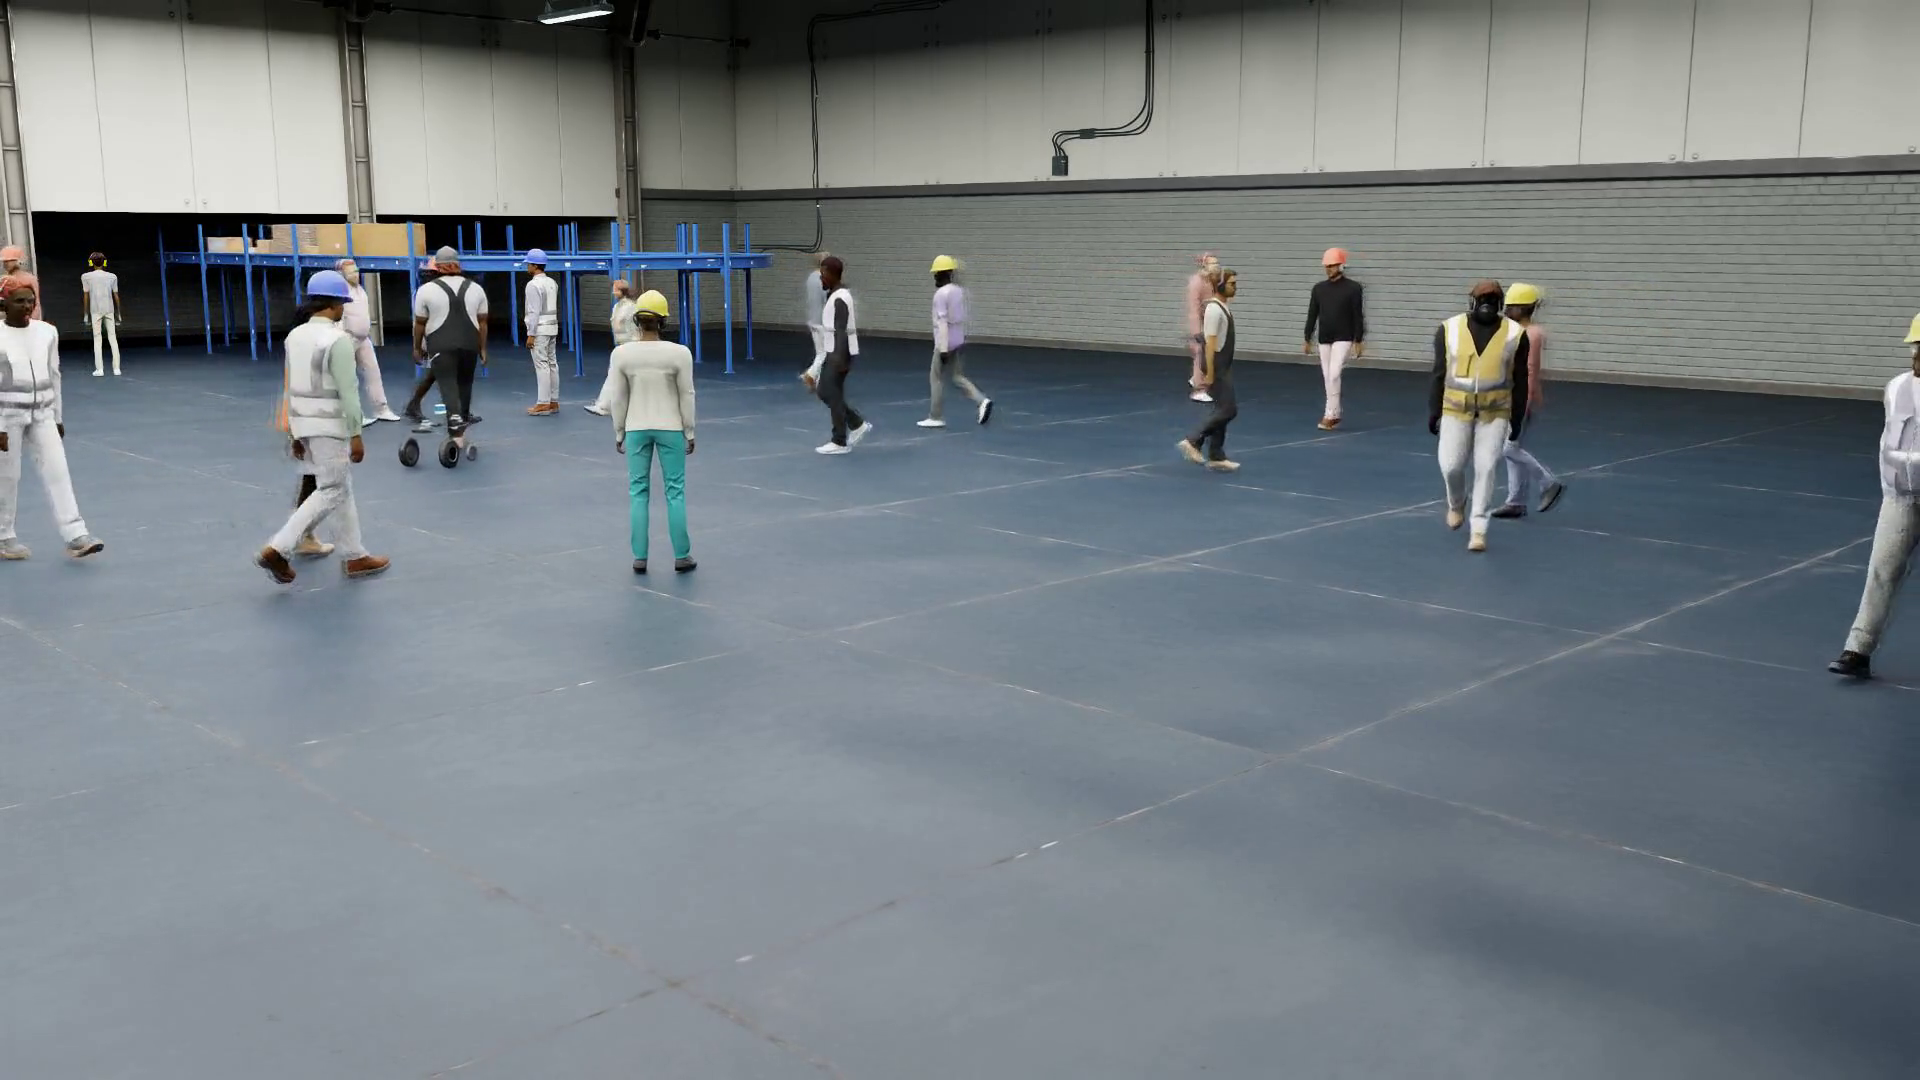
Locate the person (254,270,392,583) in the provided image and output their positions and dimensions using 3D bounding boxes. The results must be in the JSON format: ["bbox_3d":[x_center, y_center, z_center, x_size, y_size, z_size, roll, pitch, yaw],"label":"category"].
[{"bbox_3d":[-3.904,-0.670,10.071,0.658,1.913,0.834,9,13,39],"label":"person"}]

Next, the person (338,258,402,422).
[{"bbox_3d":[-6.946,-2.276,18.947,0.981,1.858,0.645,3,11,15],"label":"person"}]

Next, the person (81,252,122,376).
[{"bbox_3d":[-12.995,-3.422,25.188,0.516,1.864,0.319,-8,13,-38],"label":"person"}]

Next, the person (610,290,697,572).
[{"bbox_3d":[-1.924,-0.679,10.479,0.526,1.769,0.329,0,10,0],"label":"person"}]

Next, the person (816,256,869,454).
[{"bbox_3d":[-1.191,-1.796,16.166,0.451,1.907,0.602,-2,11,-9],"label":"person"}]

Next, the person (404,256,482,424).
[{"bbox_3d":[-5.927,-2.265,18.813,0.965,1.892,0.555,1,10,5],"label":"person"}]

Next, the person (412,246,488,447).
[{"bbox_3d":[-5.175,-1.958,16.824,0.704,2.000,0.979,-7,12,-34],"label":"person"}]

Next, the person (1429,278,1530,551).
[{"bbox_3d":[3.524,-0.864,11.317,0.649,1.827,0.555,4,11,19],"label":"person"}]

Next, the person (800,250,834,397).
[{"bbox_3d":[-1.845,-2.817,21.725,0.535,1.920,0.630,-7,13,-34],"label":"person"}]

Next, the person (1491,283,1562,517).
[{"bbox_3d":[4.212,-1.030,12.415,0.448,1.754,0.538,1,10,4],"label":"person"}]

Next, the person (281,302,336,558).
[{"bbox_3d":[-4.243,-0.716,10.903,0.375,1.675,0.561,-8,13,-37],"label":"person"}]

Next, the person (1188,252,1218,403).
[{"bbox_3d":[3.146,-2.705,21.180,0.420,1.892,0.667,7,13,34],"label":"person"}]

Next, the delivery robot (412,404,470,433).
[{"bbox_3d":[-4.835,-1.146,15.482,0.335,0.223,0.698,3,11,14],"label":"delivery robot"}]

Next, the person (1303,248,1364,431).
[{"bbox_3d":[3.981,-2.163,18.020,0.647,1.962,0.819,10,14,44],"label":"person"}]

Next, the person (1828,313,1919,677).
[{"bbox_3d":[4.639,-0.225,7.961,0.934,1.787,0.585,-6,12,-31],"label":"person"}]

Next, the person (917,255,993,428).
[{"bbox_3d":[-0.061,-2.173,18.279,0.797,1.903,0.594,5,11,24],"label":"person"}]

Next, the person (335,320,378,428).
[{"bbox_3d":[-6.748,-1.961,17.933,0.828,1.593,0.570,2,11,13],"label":"person"}]

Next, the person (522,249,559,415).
[{"bbox_3d":[-4.966,-2.469,19.738,0.379,1.950,0.608,2,11,10],"label":"person"}]

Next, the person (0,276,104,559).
[{"bbox_3d":[-6.007,-0.770,10.768,0.976,1.832,0.596,6,12,30],"label":"person"}]

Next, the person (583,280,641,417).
[{"bbox_3d":[-3.922,-2.199,19.236,0.884,1.588,0.538,-8,13,-37],"label":"person"}]

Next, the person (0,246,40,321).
[{"bbox_3d":[-11.902,-2.688,20.887,0.647,1.960,0.905,2,11,12],"label":"person"}]

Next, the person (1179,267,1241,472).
[{"bbox_3d":[2.300,-1.526,14.923,0.466,1.831,0.518,2,11,11],"label":"person"}]
